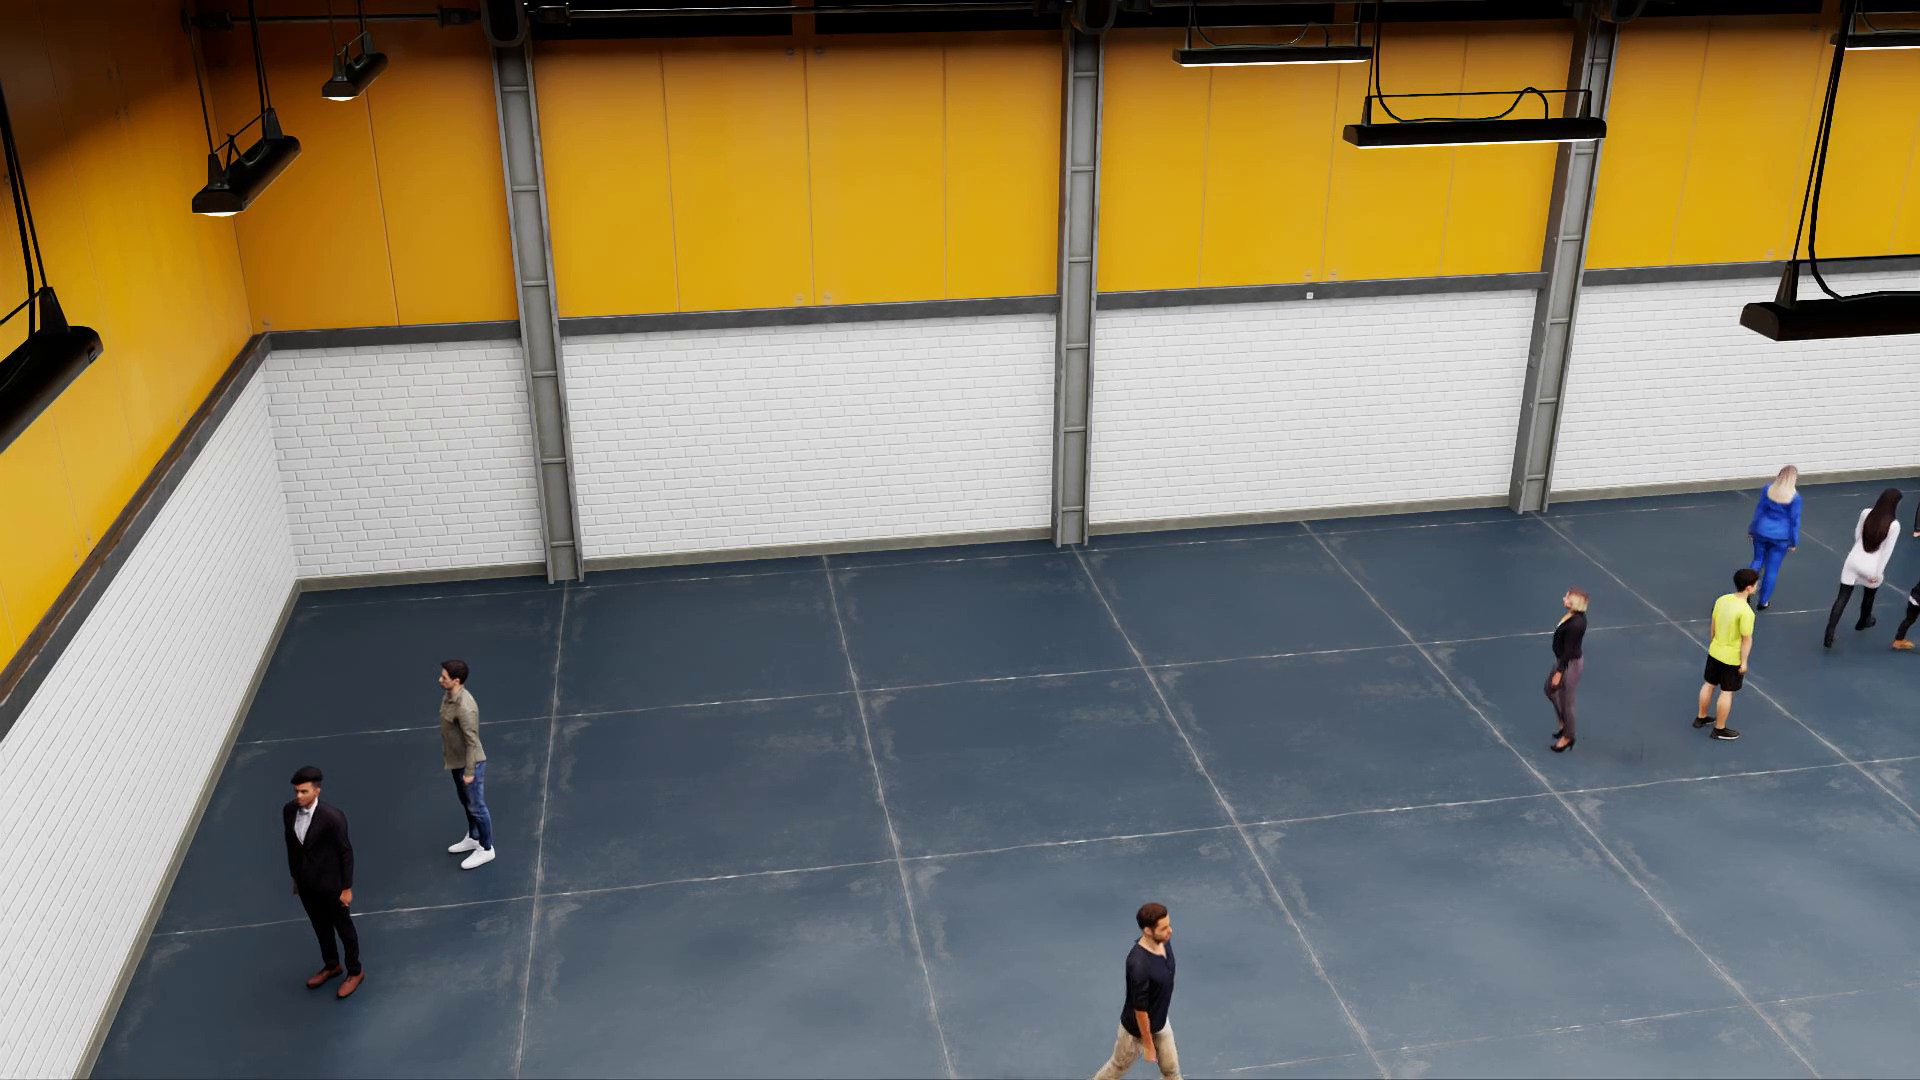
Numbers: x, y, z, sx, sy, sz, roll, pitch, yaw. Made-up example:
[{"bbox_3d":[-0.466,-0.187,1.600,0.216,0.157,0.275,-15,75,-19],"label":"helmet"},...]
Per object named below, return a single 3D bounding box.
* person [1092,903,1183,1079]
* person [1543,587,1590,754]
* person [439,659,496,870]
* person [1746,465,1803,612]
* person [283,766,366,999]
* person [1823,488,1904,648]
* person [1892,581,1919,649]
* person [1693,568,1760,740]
[{"bbox_3d":[1.115,3.137,10.874,1.267,1.807,1.151,13,27,27],"label":"person"},{"bbox_3d":[5.733,1.231,15.414,0.729,1.661,0.709,8,25,17],"label":"person"},{"bbox_3d":[-4.091,1.825,13.802,0.754,1.865,0.786,-16,28,-31],"label":"person"},{"bbox_3d":[8.836,0.004,18.196,0.893,1.683,0.831,-16,28,-32],"label":"person"},{"bbox_3d":[-4.692,2.487,12.266,0.695,1.883,0.834,9,25,19],"label":"person"},{"bbox_3d":[9.379,0.331,17.372,1.276,1.743,1.037,-19,30,-37],"label":"person"},{"bbox_3d":[10.032,0.613,17.400,0.809,1.203,0.563,-1,24,-2],"label":"person"},{"bbox_3d":[7.274,1.059,15.750,0.552,1.708,0.636,-7,24,-15],"label":"person"}]
